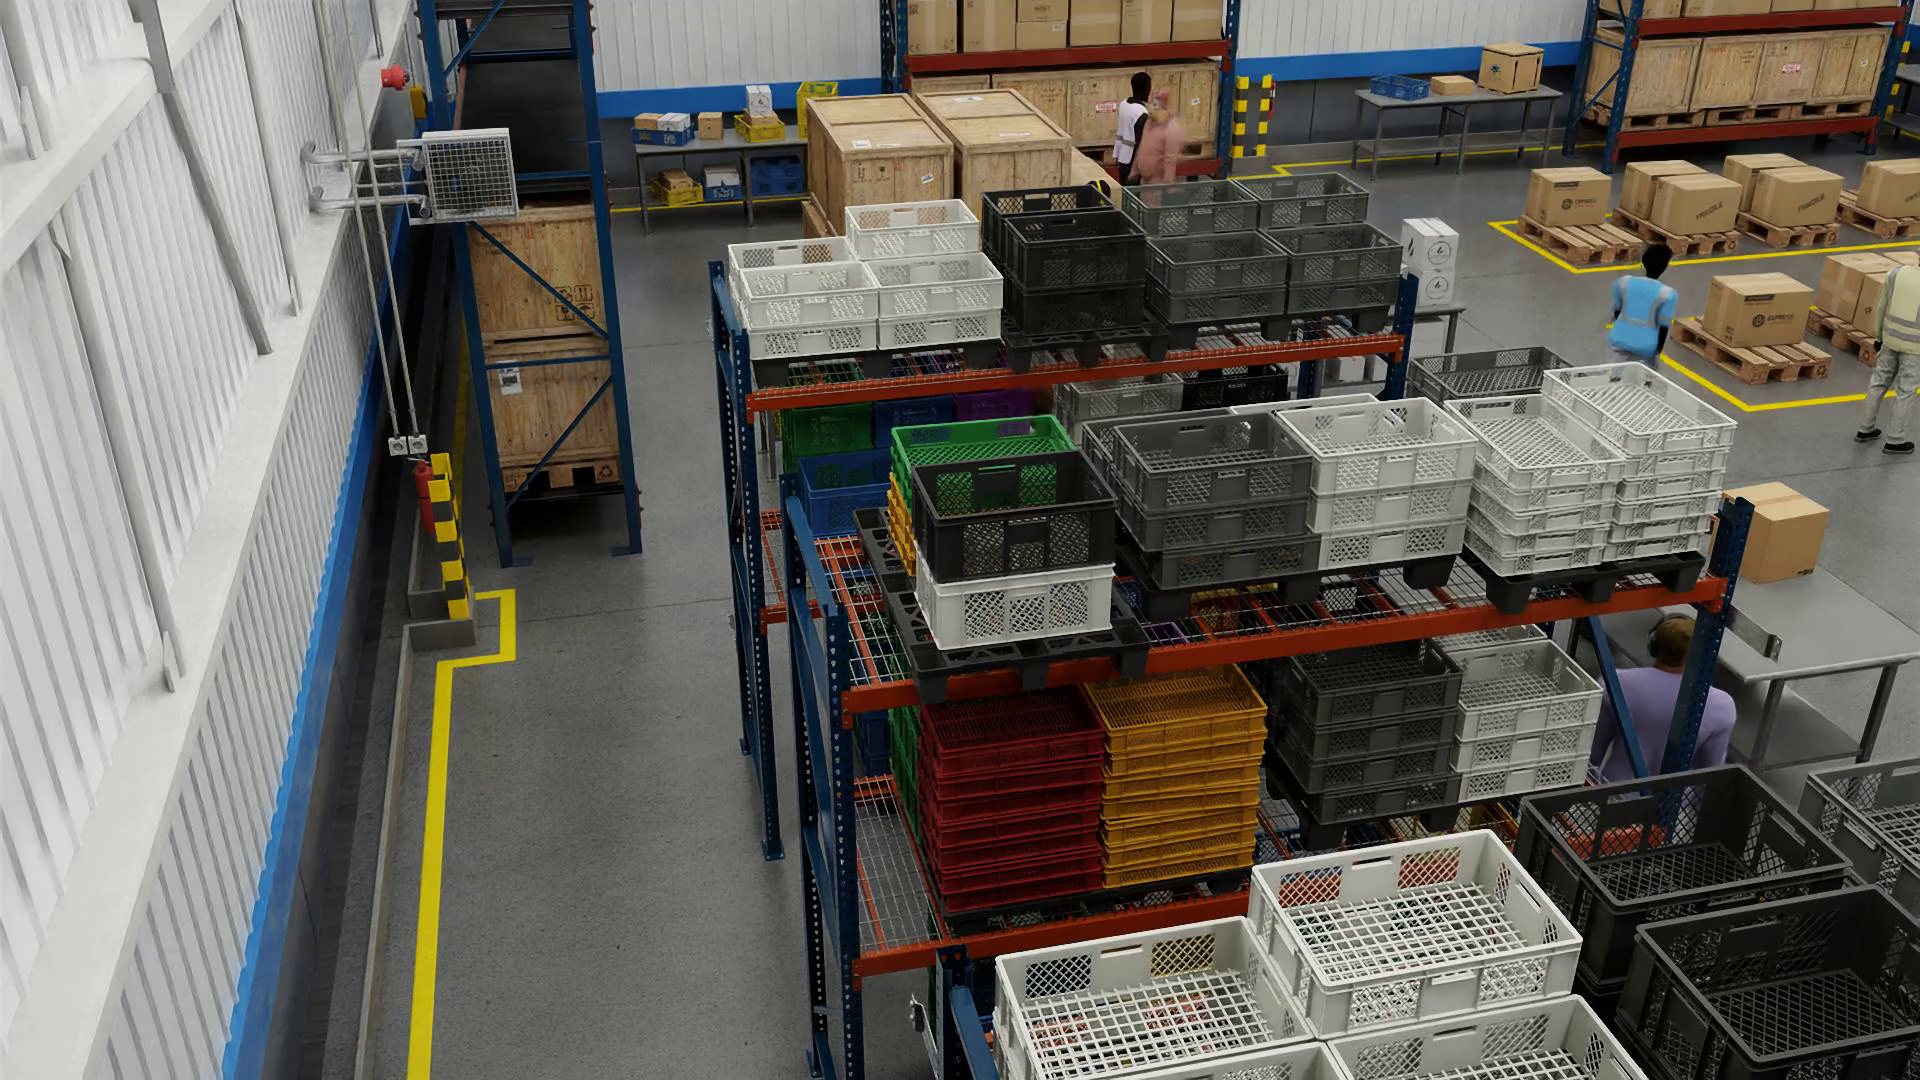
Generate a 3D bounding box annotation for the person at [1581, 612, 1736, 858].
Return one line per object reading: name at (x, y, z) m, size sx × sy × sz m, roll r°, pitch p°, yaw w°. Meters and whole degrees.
person at (3.264, 1.214, 7.949) m, size 0.628 × 1.932 × 0.377 m, roll 14°, pitch 31°, yaw 25°

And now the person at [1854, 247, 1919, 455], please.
person at (7.636, -1.590, 13.373) m, size 0.404 × 1.828 × 0.601 m, roll -12°, pitch 30°, yaw -22°

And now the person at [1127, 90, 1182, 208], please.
person at (1.997, -3.724, 17.377) m, size 0.518 × 1.877 × 0.715 m, roll -8°, pitch 29°, yaw -15°

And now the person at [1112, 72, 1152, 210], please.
person at (1.866, -4.109, 18.067) m, size 0.383 × 1.912 × 0.584 m, roll -8°, pitch 29°, yaw -15°

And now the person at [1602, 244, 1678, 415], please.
person at (5.583, -1.632, 13.643) m, size 0.540 × 1.649 × 0.869 m, roll 23°, pitch 36°, yaw 37°
